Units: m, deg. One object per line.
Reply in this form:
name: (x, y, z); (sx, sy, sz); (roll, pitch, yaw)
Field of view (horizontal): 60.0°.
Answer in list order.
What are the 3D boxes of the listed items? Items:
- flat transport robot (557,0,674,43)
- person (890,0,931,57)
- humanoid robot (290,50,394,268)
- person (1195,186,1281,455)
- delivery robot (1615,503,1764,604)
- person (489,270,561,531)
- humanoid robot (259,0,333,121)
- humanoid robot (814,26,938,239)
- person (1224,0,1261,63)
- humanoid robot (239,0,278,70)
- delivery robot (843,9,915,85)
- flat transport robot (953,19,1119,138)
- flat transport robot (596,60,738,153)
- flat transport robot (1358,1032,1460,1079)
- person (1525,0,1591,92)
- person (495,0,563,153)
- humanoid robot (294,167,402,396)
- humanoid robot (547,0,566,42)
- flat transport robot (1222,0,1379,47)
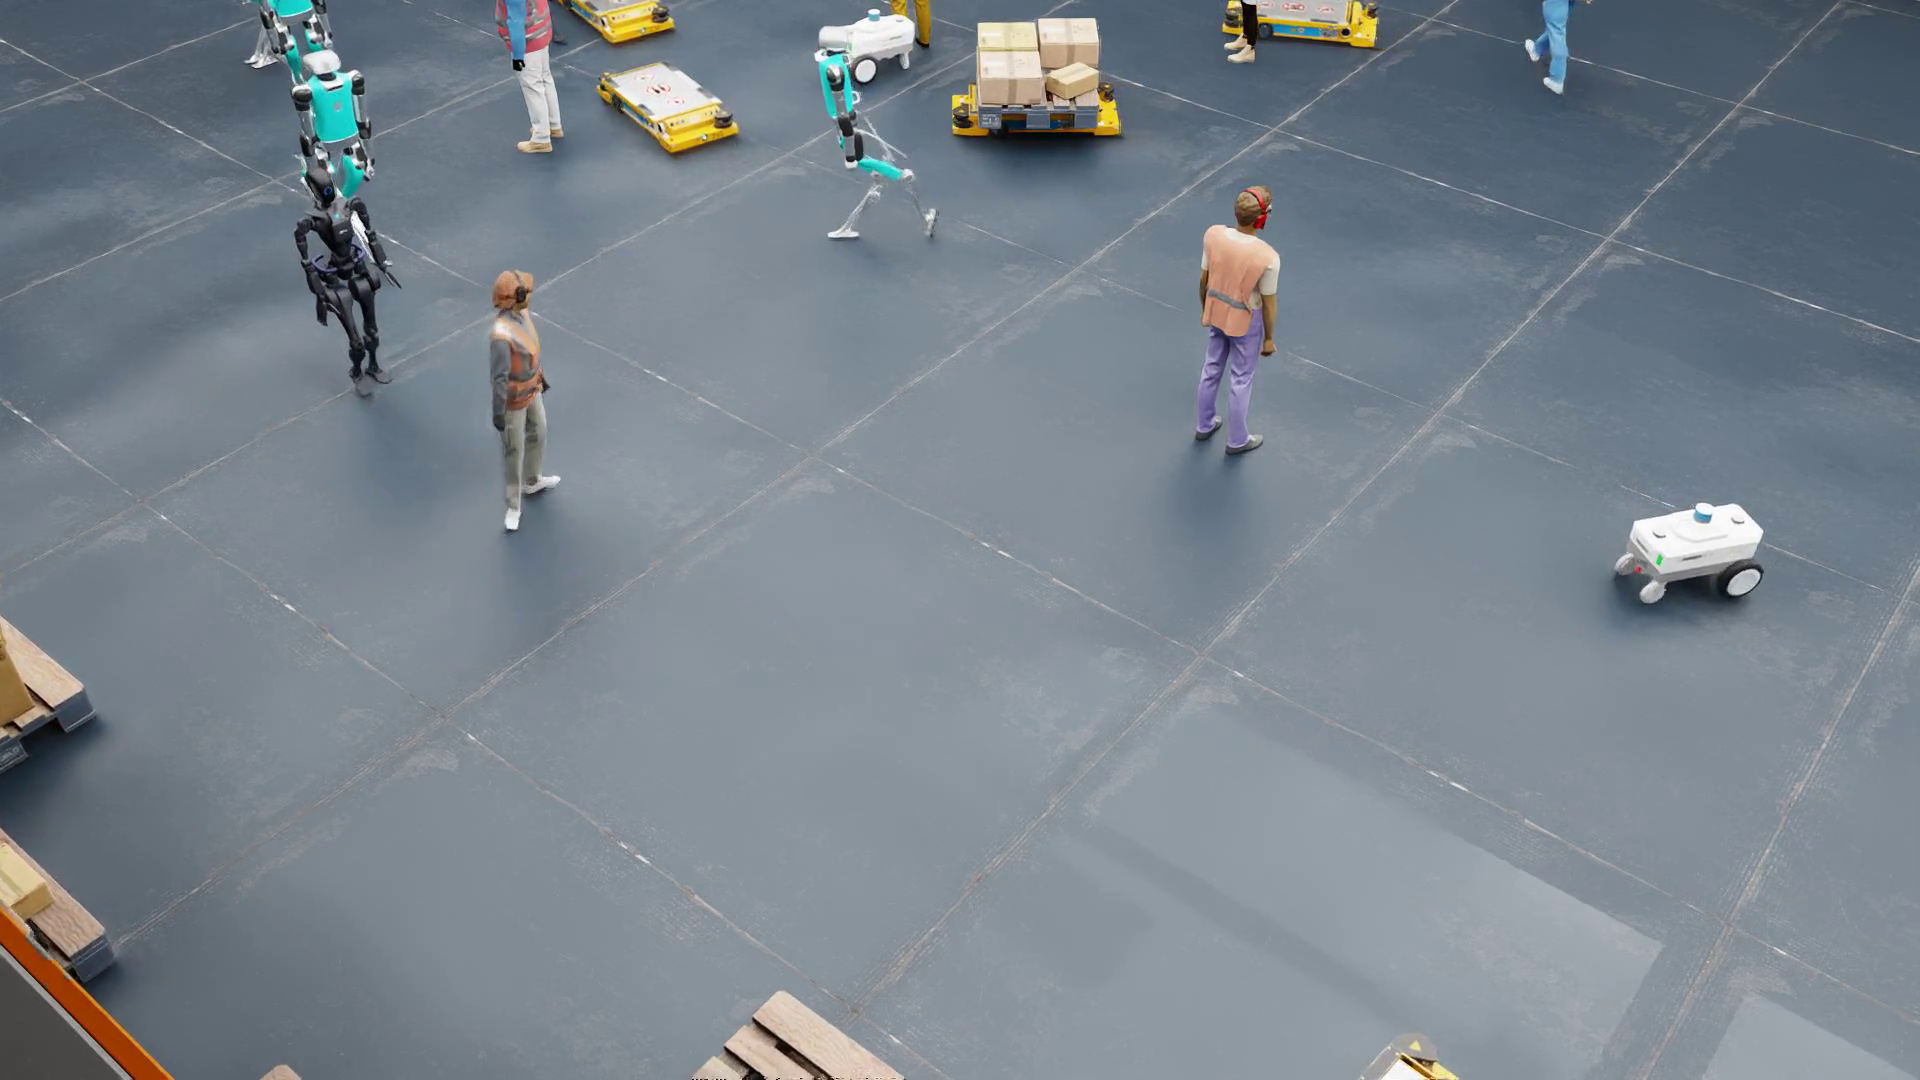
flat transport robot: (-3.422, -5.248, 16.252); (0.659, 0.231, 1.431); (-24, 46, -26)
person: (-0.504, -5.299, 15.164); (0.527, 1.753, 0.343); (-24, 46, -25)
humanoid robot: (-4.665, -2.843, 12.315); (0.552, 1.739, 1.047); (-32, 50, -32)
person: (1.725, -1.360, 10.460); (0.390, 1.847, 0.563); (-32, 50, -32)
delivery robot: (4.332, 0.048, 9.815); (0.812, 0.614, 0.499); (-9, 41, -11)
person: (-2.672, -0.835, 10.023); (0.350, 1.605, 0.668); (4, 41, 5)
humanoid robot: (-5.610, -4.225, 14.002); (0.546, 1.892, 0.783); (-26, 47, -27)
humanoid robot: (-0.568, -3.041, 12.526); (0.989, 1.753, 0.559); (-7, 41, -9)
person: (2.627, -5.188, 15.084); (0.321, 1.688, 0.528); (-3, 40, -4)
humanoid robot: (-6.368, -5.085, 14.858); (0.535, 1.710, 0.694); (31, 49, 31)
delivery robot: (-0.800, -4.535, 15.194); (0.769, 0.598, 0.508); (-21, 45, -23)
flat transport robot: (0.651, -3.752, 14.492); (1.431, 0.231, 0.659); (0, 40, 0)
flat transport robot: (-2.582, -3.821, 14.573); (0.659, 0.231, 1.431); (-25, 46, -26)
flat transport robot: (1.726, 2.706, 6.895); (0.659, 0.231, 1.431); (32, 50, 32)
person: (5.335, -4.921, 14.773); (0.482, 1.677, 0.872); (-10, 41, -12)
person: (-3.574, -4.112, 13.712); (0.430, 1.833, 0.627); (2, 40, 2)
humanoid robot: (-4.036, -1.728, 11.022); (0.344, 1.651, 0.602); (29, 48, 30)
humanoid robot: (-3.891, -5.517, 15.517); (0.584, 1.627, 0.781); (-31, 49, -31)
flat transport robot: (3.276, -5.012, 15.974); (1.431, 0.231, 0.659); (9, 41, 10)
